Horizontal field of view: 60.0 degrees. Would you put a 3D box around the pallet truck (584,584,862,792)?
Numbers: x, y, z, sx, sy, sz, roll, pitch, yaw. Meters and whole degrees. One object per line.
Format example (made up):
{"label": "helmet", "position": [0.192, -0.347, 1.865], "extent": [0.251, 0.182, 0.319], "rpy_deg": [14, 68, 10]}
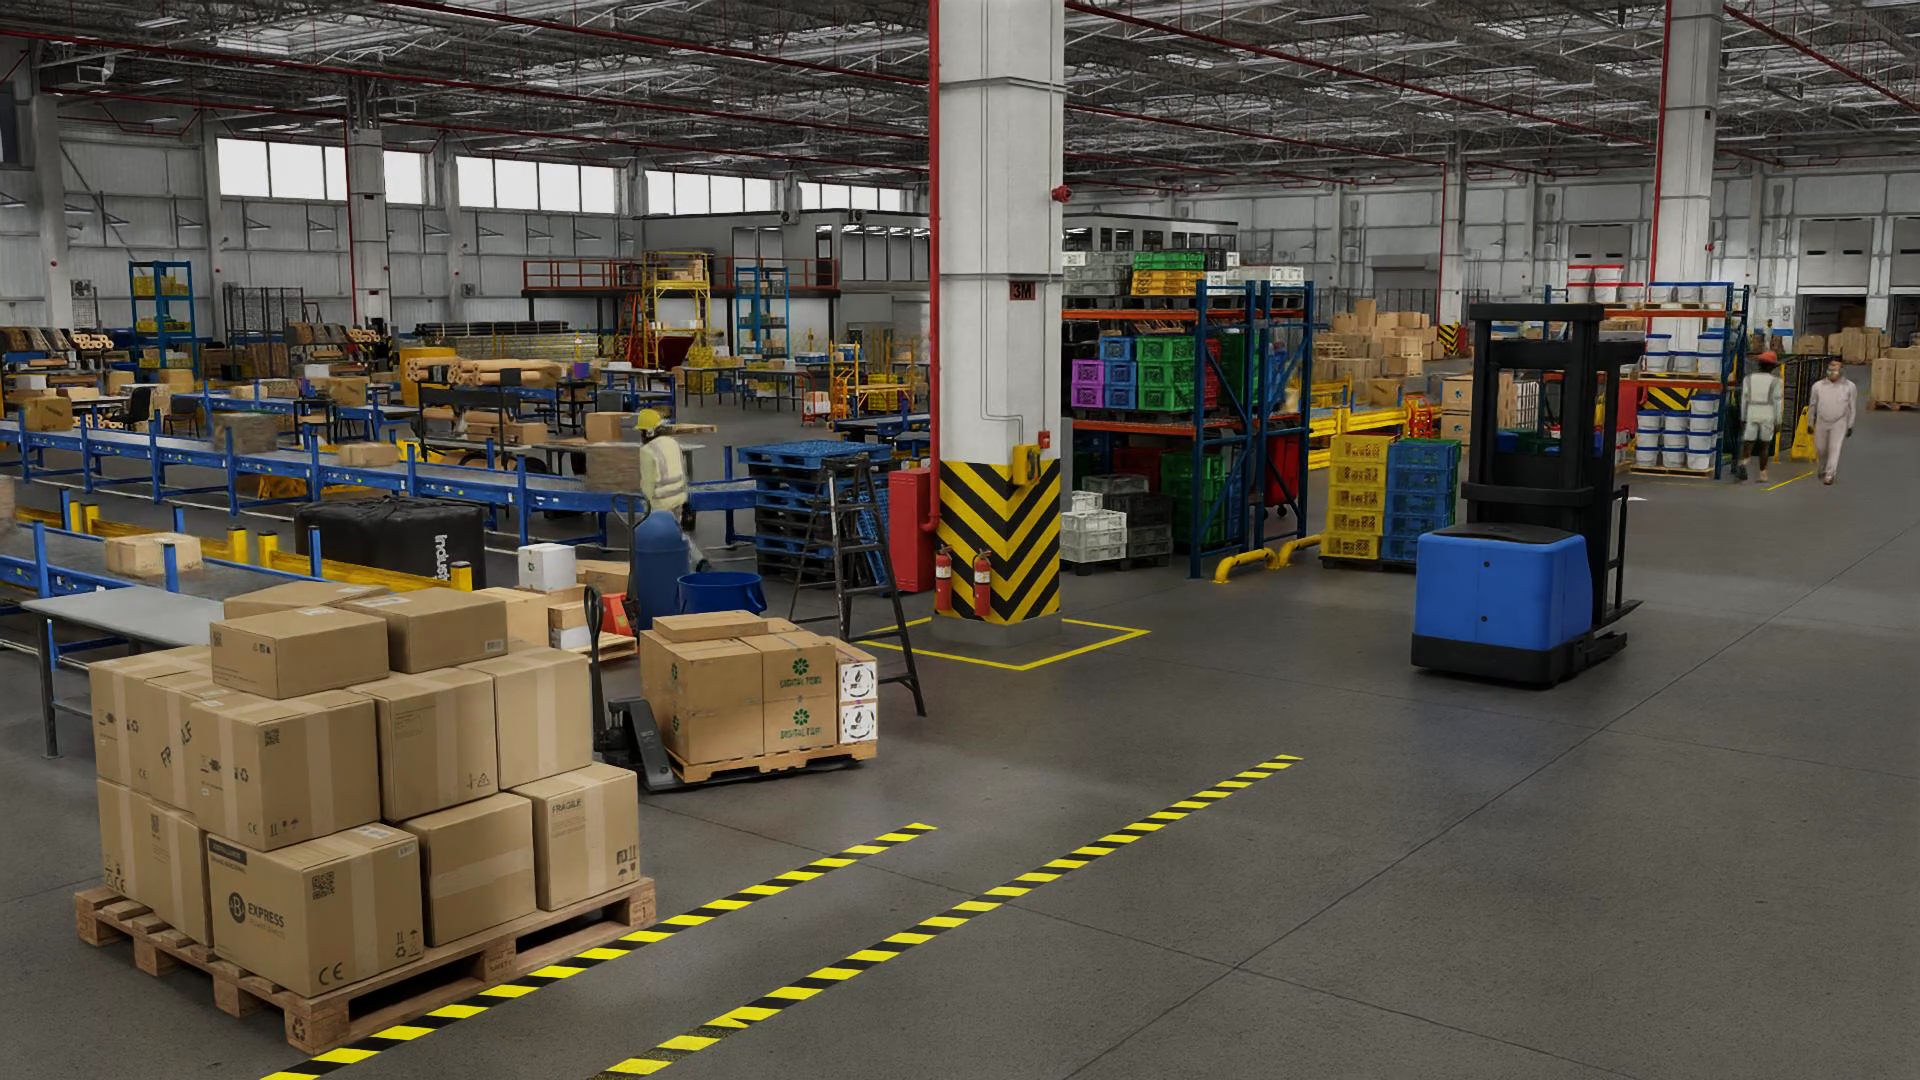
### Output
{"label": "pallet truck", "position": [-1.426, 0.805, 10.019], "extent": [1.601, 1.201, 0.680], "rpy_deg": [-4, 9, -26]}

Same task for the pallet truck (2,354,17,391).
{"label": "pallet truck", "position": [-24.881, -4.417, 42.634], "extent": [1.885, 1.965, 0.823], "rpy_deg": [8, 11, 41]}

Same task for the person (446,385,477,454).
{"label": "person", "position": [-8.879, -2.291, 29.705], "extent": [0.503, 1.578, 0.886], "rpy_deg": [5, 10, 33]}

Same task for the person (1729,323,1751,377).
{"label": "person", "position": [25.419, -6.141, 54.111], "extent": [0.696, 2.000, 1.038], "rpy_deg": [-4, 9, -26]}

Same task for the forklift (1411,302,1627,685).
{"label": "forklift", "position": [4.379, -0.438, 12.852], "extent": [1.129, 2.768, 1.873], "rpy_deg": [7, 11, 37]}

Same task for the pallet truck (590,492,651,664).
{"label": "pallet truck", "position": [-3.115, 0.344, 12.883], "extent": [0.653, 1.274, 1.630], "rpy_deg": [7, 11, 37]}

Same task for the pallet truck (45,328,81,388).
{"label": "pallet truck", "position": [-23.775, -4.544, 43.495], "extent": [1.885, 1.965, 0.823], "rpy_deg": [6, 10, 35]}

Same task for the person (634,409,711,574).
{"label": "person", "position": [-2.805, -0.384, 16.143], "extent": [0.666, 1.791, 0.637], "rpy_deg": [3, 9, 21]}

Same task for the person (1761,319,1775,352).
{"label": "person", "position": [32.979, -8.047, 67.629], "extent": [0.554, 1.838, 0.859], "rpy_deg": [-4, 10, -28]}

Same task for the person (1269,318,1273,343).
{"label": "person", "position": [15.329, -10.141, 81.738], "extent": [0.520, 1.843, 0.331], "rpy_deg": [-3, 9, -19]}

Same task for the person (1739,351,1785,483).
{"label": "person", "position": [12.180, -1.862, 25.293], "extent": [0.637, 2.030, 0.588], "rpy_deg": [8, 12, 44]}

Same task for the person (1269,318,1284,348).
{"label": "person", "position": [12.442, -7.815, 65.734], "extent": [0.631, 1.932, 1.037], "rpy_deg": [4, 10, 27]}

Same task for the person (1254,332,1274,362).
{"label": "person", "position": [8.714, -5.051, 47.601], "extent": [0.659, 1.791, 0.607], "rpy_deg": [-1, 9, -8]}

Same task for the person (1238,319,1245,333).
{"label": "person", "position": [11.642, -8.219, 68.527], "extent": [0.393, 1.930, 0.539], "rpy_deg": [3, 9, 21]}

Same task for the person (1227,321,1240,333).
{"label": "person", "position": [10.567, -7.536, 64.226], "extent": [0.590, 1.832, 0.993], "rpy_deg": [5, 10, 33]}

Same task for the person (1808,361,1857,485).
{"label": "person", "position": [13.223, -1.780, 25.240], "extent": [0.645, 1.889, 0.576], "rpy_deg": [6, 11, 37]}

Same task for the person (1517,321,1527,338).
{"label": "person", "position": [26.667, -9.673, 78.662], "extent": [0.656, 1.820, 0.644], "rpy_deg": [8, 12, 44]}

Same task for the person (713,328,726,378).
{"label": "person", "position": [-8.175, -6.377, 56.765], "extent": [0.379, 1.731, 0.486], "rpy_deg": [5, 10, 31]}
